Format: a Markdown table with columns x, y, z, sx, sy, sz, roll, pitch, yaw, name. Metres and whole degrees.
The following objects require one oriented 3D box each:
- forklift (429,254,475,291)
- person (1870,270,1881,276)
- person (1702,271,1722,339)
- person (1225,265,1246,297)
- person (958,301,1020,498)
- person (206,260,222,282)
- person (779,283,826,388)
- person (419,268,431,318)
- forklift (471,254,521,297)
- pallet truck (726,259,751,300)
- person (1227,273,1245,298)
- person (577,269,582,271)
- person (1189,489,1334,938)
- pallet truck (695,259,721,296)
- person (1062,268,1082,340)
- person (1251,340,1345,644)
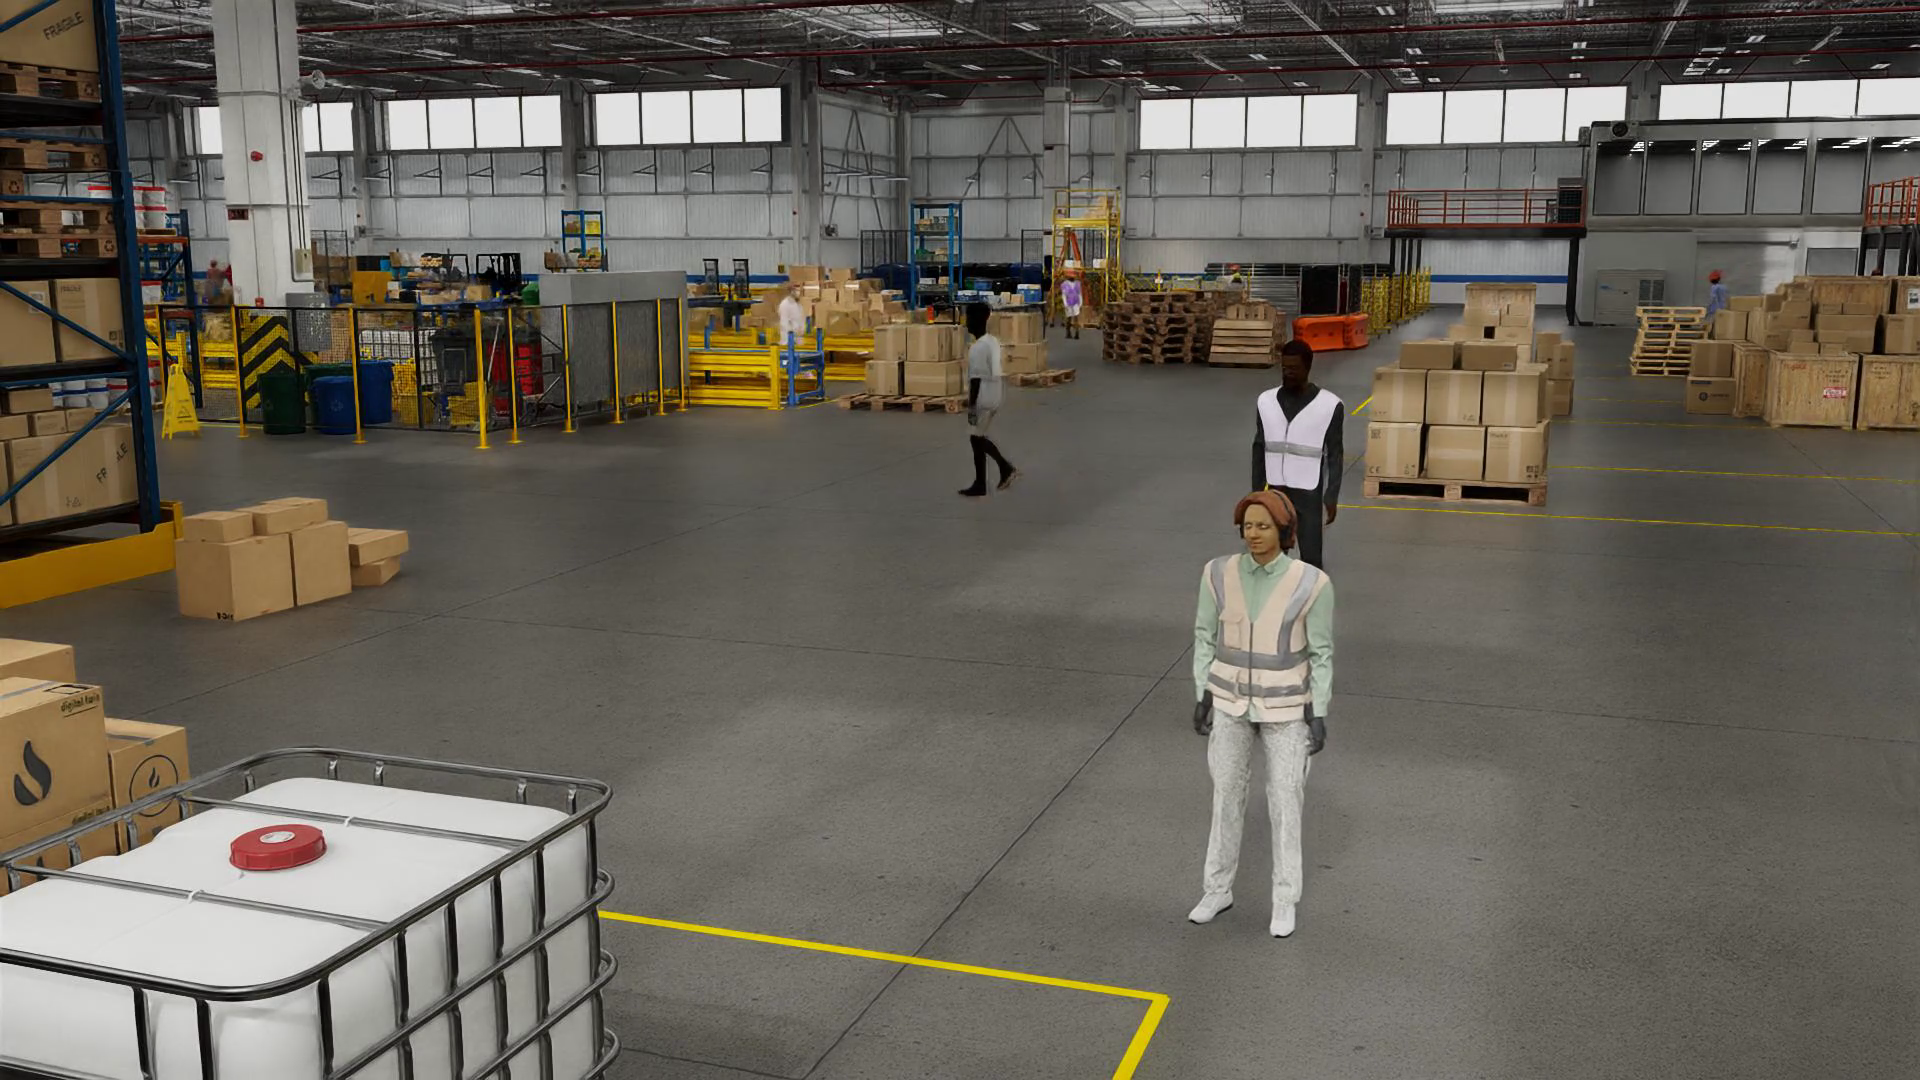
| x | y | z | sx | sy | sz | roll | pitch | yaw | name |
| --- | --- | --- | --- | --- | --- | --- | --- | --- | --- |
| -20.133 | -10.254 | 65.465 | 1.157 | 1.987 | 2.680 | 3 | 11 | 19 | forklift |
| 22.546 | -5.715 | 41.067 | 0.356 | 1.881 | 0.578 | -1 | 10 | -3 | person |
| 17.927 | -5.484 | 39.802 | 0.706 | 1.877 | 0.638 | 7 | 12 | 35 | person |
| 7.804 | -6.865 | 47.383 | 0.618 | 1.954 | 1.010 | 8 | 13 | 38 | person |
| 0.256 | -1.370 | 16.384 | 0.497 | 1.953 | 0.633 | 3 | 11 | 19 | person |
| -28.709 | -9.826 | 64.108 | 1.036 | 1.936 | 0.635 | 9 | 14 | 42 | person |
| -2.828 | -3.432 | 28.314 | 1.043 | 1.852 | 0.641 | 5 | 11 | 27 | person |
| -18.135 | -8.532 | 56.557 | 0.941 | 2.016 | 0.613 | 2 | 10 | 12 | person |
| -17.990 | -10.121 | 64.684 | 1.157 | 1.987 | 2.680 | 3 | 11 | 17 | forklift |
| -7.986 | -9.493 | 62.019 | 0.823 | 1.965 | 1.885 | 3 | 11 | 17 | pallet truck |
| 7.712 | -6.588 | 46.409 | 0.519 | 1.718 | 0.606 | 5 | 11 | 28 | person |
| -13.526 | -8.899 | 59.328 | 0.312 | 1.767 | 0.533 | 6 | 11 | 29 | person |
| 1.094 | 0.625 | 6.057 | 0.521 | 1.641 | 0.312 | 5 | 11 | 28 | person |
| -9.165 | -9.627 | 62.776 | 0.823 | 1.965 | 1.885 | 4 | 11 | 23 | pallet truck |
| 2.979 | -6.279 | 44.248 | 0.565 | 1.899 | 0.865 | -1 | 10 | -4 | person |
| 2.124 | -0.307 | 10.519 | 0.597 | 1.915 | 0.371 | 7 | 12 | 35 | person |
